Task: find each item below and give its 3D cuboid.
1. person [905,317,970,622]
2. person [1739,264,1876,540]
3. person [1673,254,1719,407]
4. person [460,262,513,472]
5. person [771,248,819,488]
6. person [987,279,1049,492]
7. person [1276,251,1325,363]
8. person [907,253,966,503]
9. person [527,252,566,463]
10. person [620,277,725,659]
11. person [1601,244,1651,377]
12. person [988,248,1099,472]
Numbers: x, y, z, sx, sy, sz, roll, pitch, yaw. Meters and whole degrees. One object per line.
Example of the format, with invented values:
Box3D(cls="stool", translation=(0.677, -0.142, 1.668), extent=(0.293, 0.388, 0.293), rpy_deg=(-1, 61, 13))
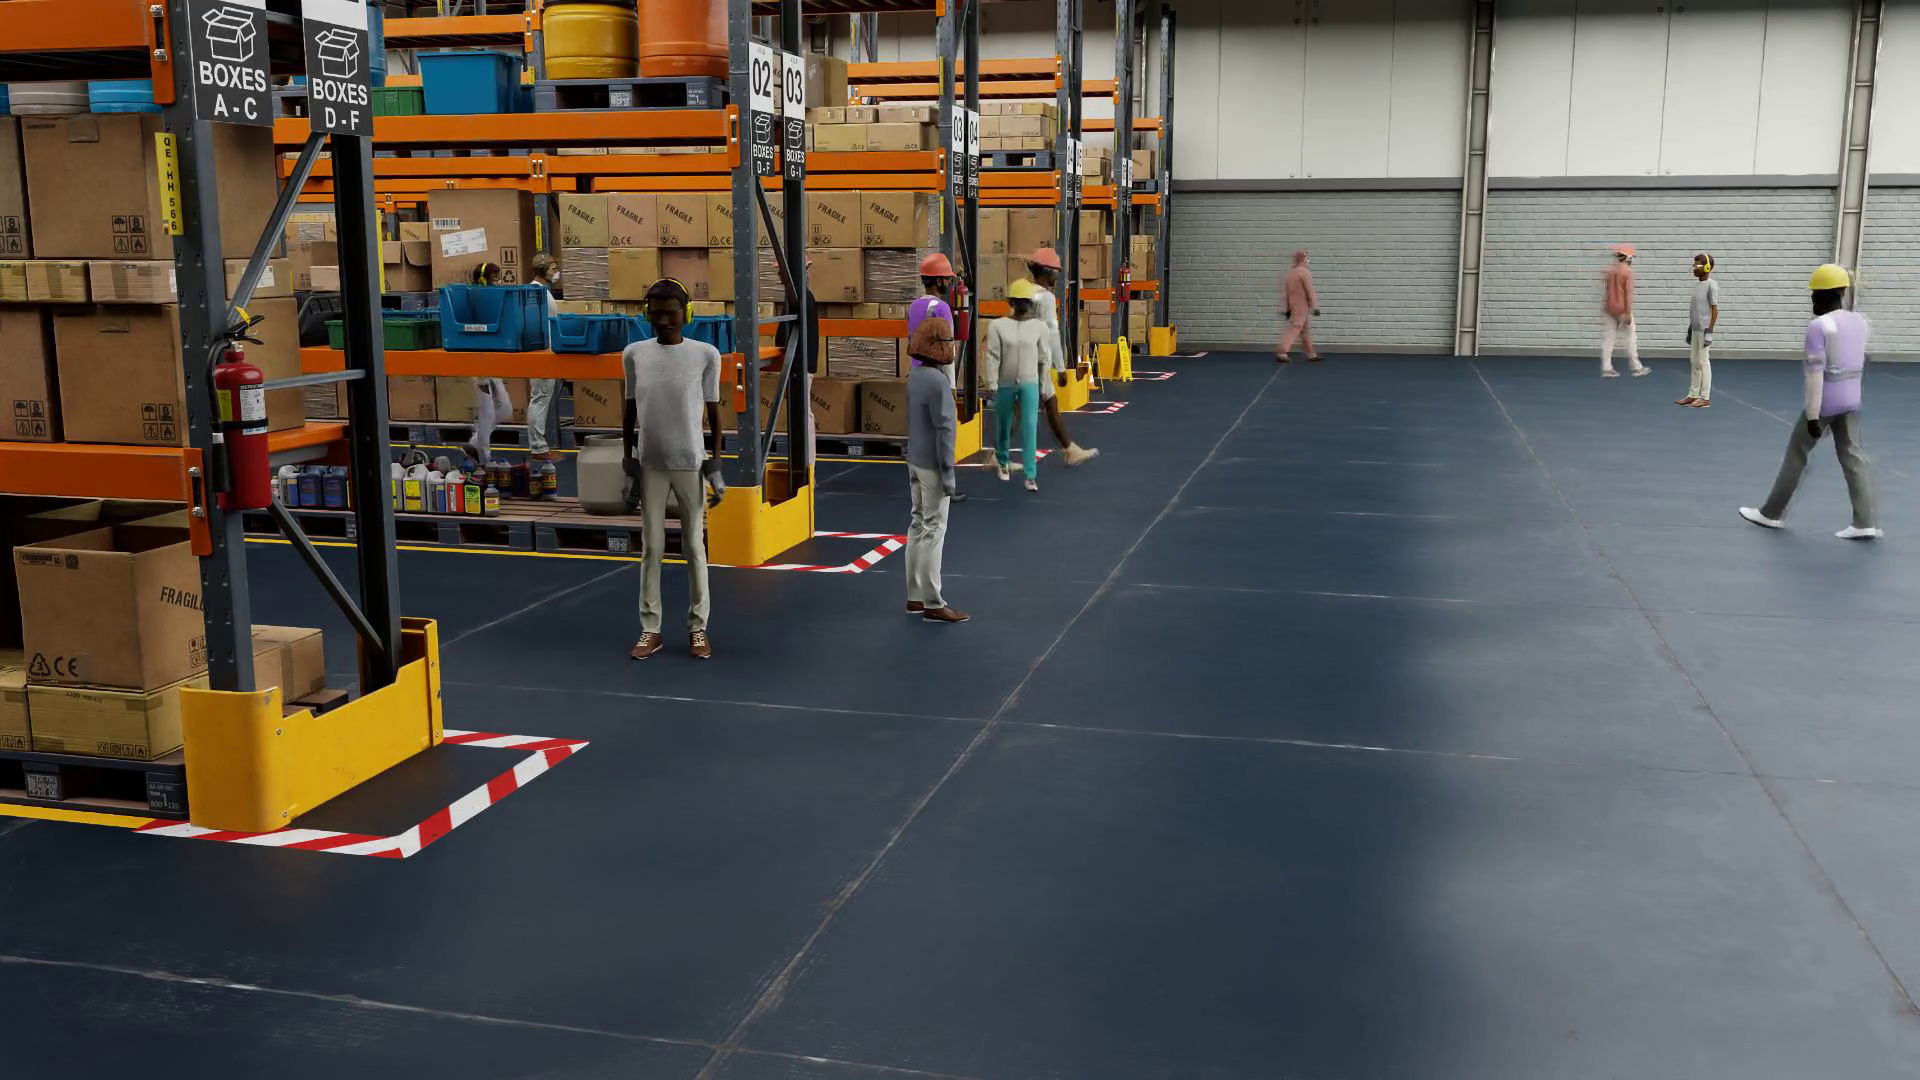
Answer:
Box3D(cls="person", translation=(-0.143, -0.378, 8.960), extent=(0.284, 1.633, 0.497), rpy_deg=(-4, 11, -21))
Box3D(cls="person", translation=(5.969, -0.954, 11.480), extent=(0.609, 1.875, 0.984), rpy_deg=(-5, 11, -25))
Box3D(cls="person", translation=(9.074, -2.561, 20.396), extent=(0.333, 1.873, 0.520), rpy_deg=(0, 10, -2))
Box3D(cls="person", translation=(-4.123, -1.476, 14.455), extent=(0.419, 1.851, 0.523), rpy_deg=(1, 10, 5))
Box3D(cls="person", translation=(-1.352, -1.416, 13.709), extent=(0.384, 1.993, 0.623), rpy_deg=(0, 10, 0))
Box3D(cls="person", translation=(0.473, -1.309, 13.861), extent=(0.517, 1.733, 0.871), rpy_deg=(-1, 10, -4))
Box3D(cls="person", translation=(5.707, -3.892, 27.816), extent=(0.958, 1.864, 0.647), rpy_deg=(-2, 10, -11))
Box3D(cls="person", translation=(-0.191, -1.254, 12.973), extent=(0.354, 1.939, 0.544), rpy_deg=(-7, 12, -33))
Box3D(cls="person", translation=(-3.851, -1.674, 15.340), extent=(0.370, 1.931, 0.624), rpy_deg=(-3, 11, -16))
Box3D(cls="person", translation=(-1.408, -0.341, 8.121), extent=(0.511, 1.865, 0.329), rpy_deg=(0, 10, -1))
Box3D(cls="person", translation=(9.972, -3.417, 24.850), extent=(0.791, 1.968, 0.651), rpy_deg=(-3, 11, -17))
Box3D(cls="person", translation=(0.728, -1.583, 14.710), extent=(1.108, 1.971, 0.647), rpy_deg=(-3, 11, -18))
